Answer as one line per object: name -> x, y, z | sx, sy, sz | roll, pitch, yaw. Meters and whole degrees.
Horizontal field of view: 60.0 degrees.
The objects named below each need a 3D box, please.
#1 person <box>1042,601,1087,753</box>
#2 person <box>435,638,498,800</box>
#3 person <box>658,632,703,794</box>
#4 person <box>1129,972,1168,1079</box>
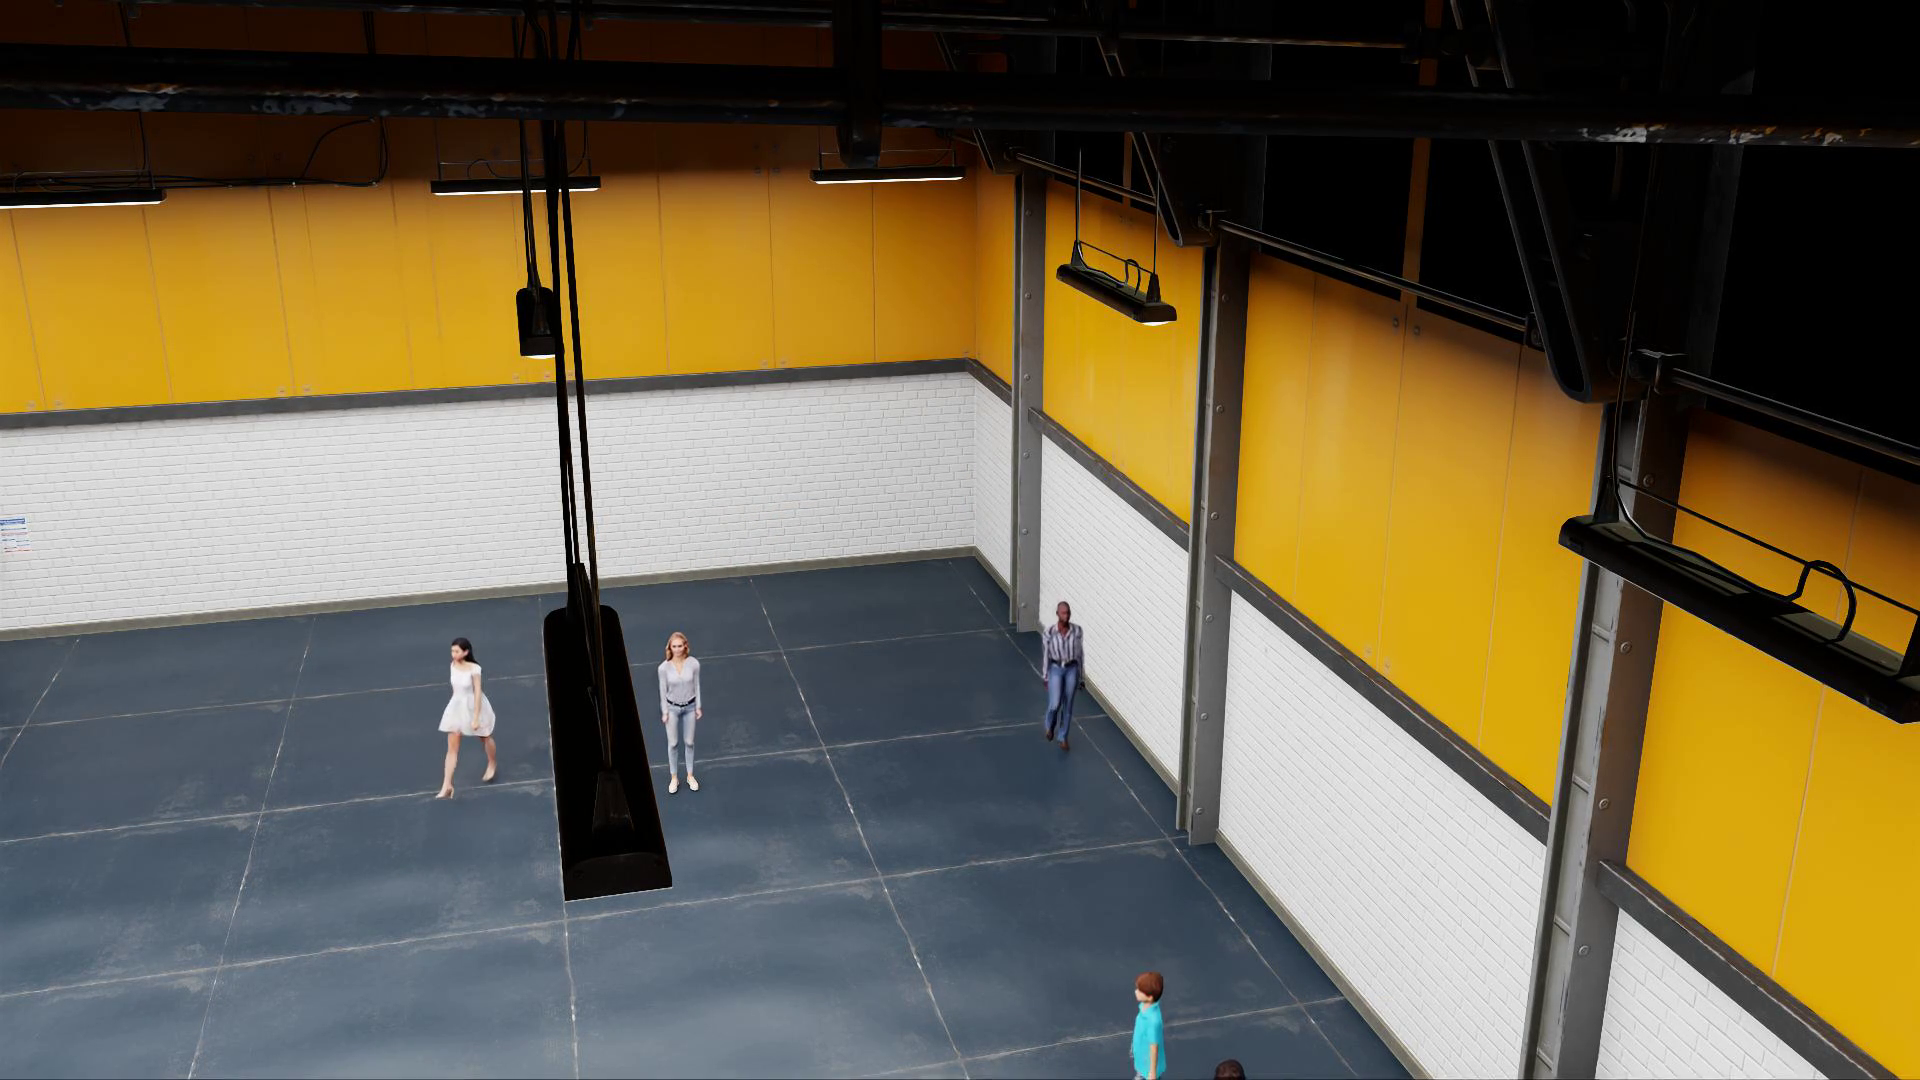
person -> 1.131, 1.502, 18.707 | 0.636, 1.784, 0.646 | -4, 19, -13
person -> -5.161, 1.854, 17.749 | 1.107, 1.729, 1.213 | 9, 21, 25
person -> -2.977, 1.820, 17.744 | 0.586, 1.796, 0.492 | -4, 19, -12
person -> 1.464, 3.842, 12.301 | 0.678, 1.437, 0.626 | 0, 19, 0
